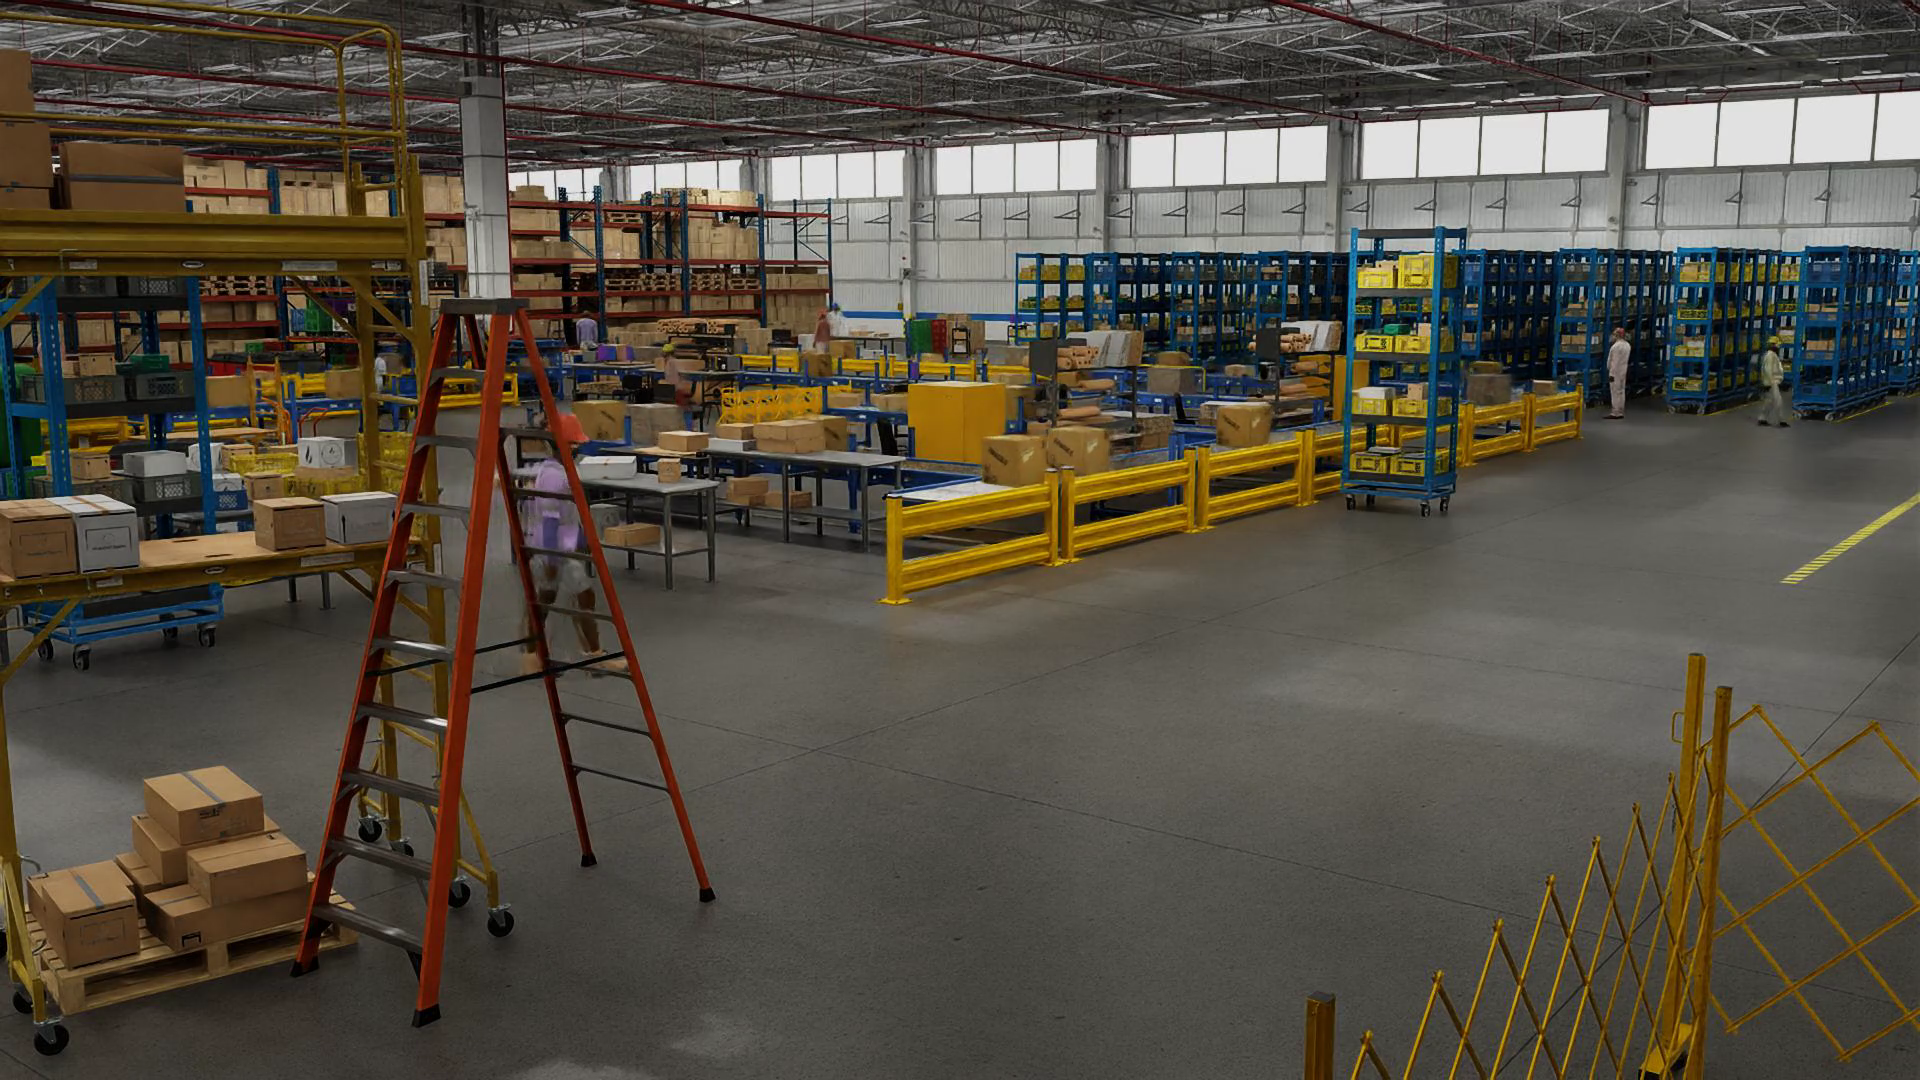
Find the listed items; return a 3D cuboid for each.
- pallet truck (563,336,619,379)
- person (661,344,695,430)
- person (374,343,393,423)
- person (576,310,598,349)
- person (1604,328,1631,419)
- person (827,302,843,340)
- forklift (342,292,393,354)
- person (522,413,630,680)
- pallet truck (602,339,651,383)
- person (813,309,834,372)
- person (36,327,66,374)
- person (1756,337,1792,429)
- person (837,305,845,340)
[{"bbox_3d":[-10.690,-5.294,48.215,1.601,1.201,0.680,-5,10,-26],"label":"pallet truck"},{"bbox_3d":[-5.466,-2.860,31.510,0.925,1.715,0.549,1,9,7],"label":"person"},{"bbox_3d":[-11.599,-3.117,33.222,0.532,1.672,0.702,7,12,39],"label":"person"},{"bbox_3d":[-11.367,-6.041,50.717,0.624,1.931,0.377,-1,9,-8],"label":"person"},{"bbox_3d":[13.704,-3.469,34.714,0.407,1.906,0.655,8,12,42],"label":"person"},{"bbox_3d":[-4.764,-8.116,63.605,0.641,1.933,0.415,-2,9,-11],"label":"person"},{"bbox_3d":[-16.485,-5.622,45.120,1.129,2.768,1.873,7,11,37],"label":"forklift"},{"bbox_3d":[-2.863,0.055,12.407,0.952,1.997,0.628,-3,10,-18],"label":"person"},{"bbox_3d":[-8.991,-4.871,45.351,0.653,1.274,1.630,7,11,37],"label":"pallet truck"},{"bbox_3d":[-4.135,-6.041,50.604,0.886,1.966,0.617,5,10,28],"label":"person"},{"bbox_3d":[-18.978,-3.498,34.882,0.410,1.912,0.643,3,10,20],"label":"person"},{"bbox_3d":[16.069,-3.088,32.732,0.649,1.773,0.644,5,11,30],"label":"person"},{"bbox_3d":[-4.972,-8.874,69.005,0.857,1.724,0.546,6,11,33],"label":"person"}]
